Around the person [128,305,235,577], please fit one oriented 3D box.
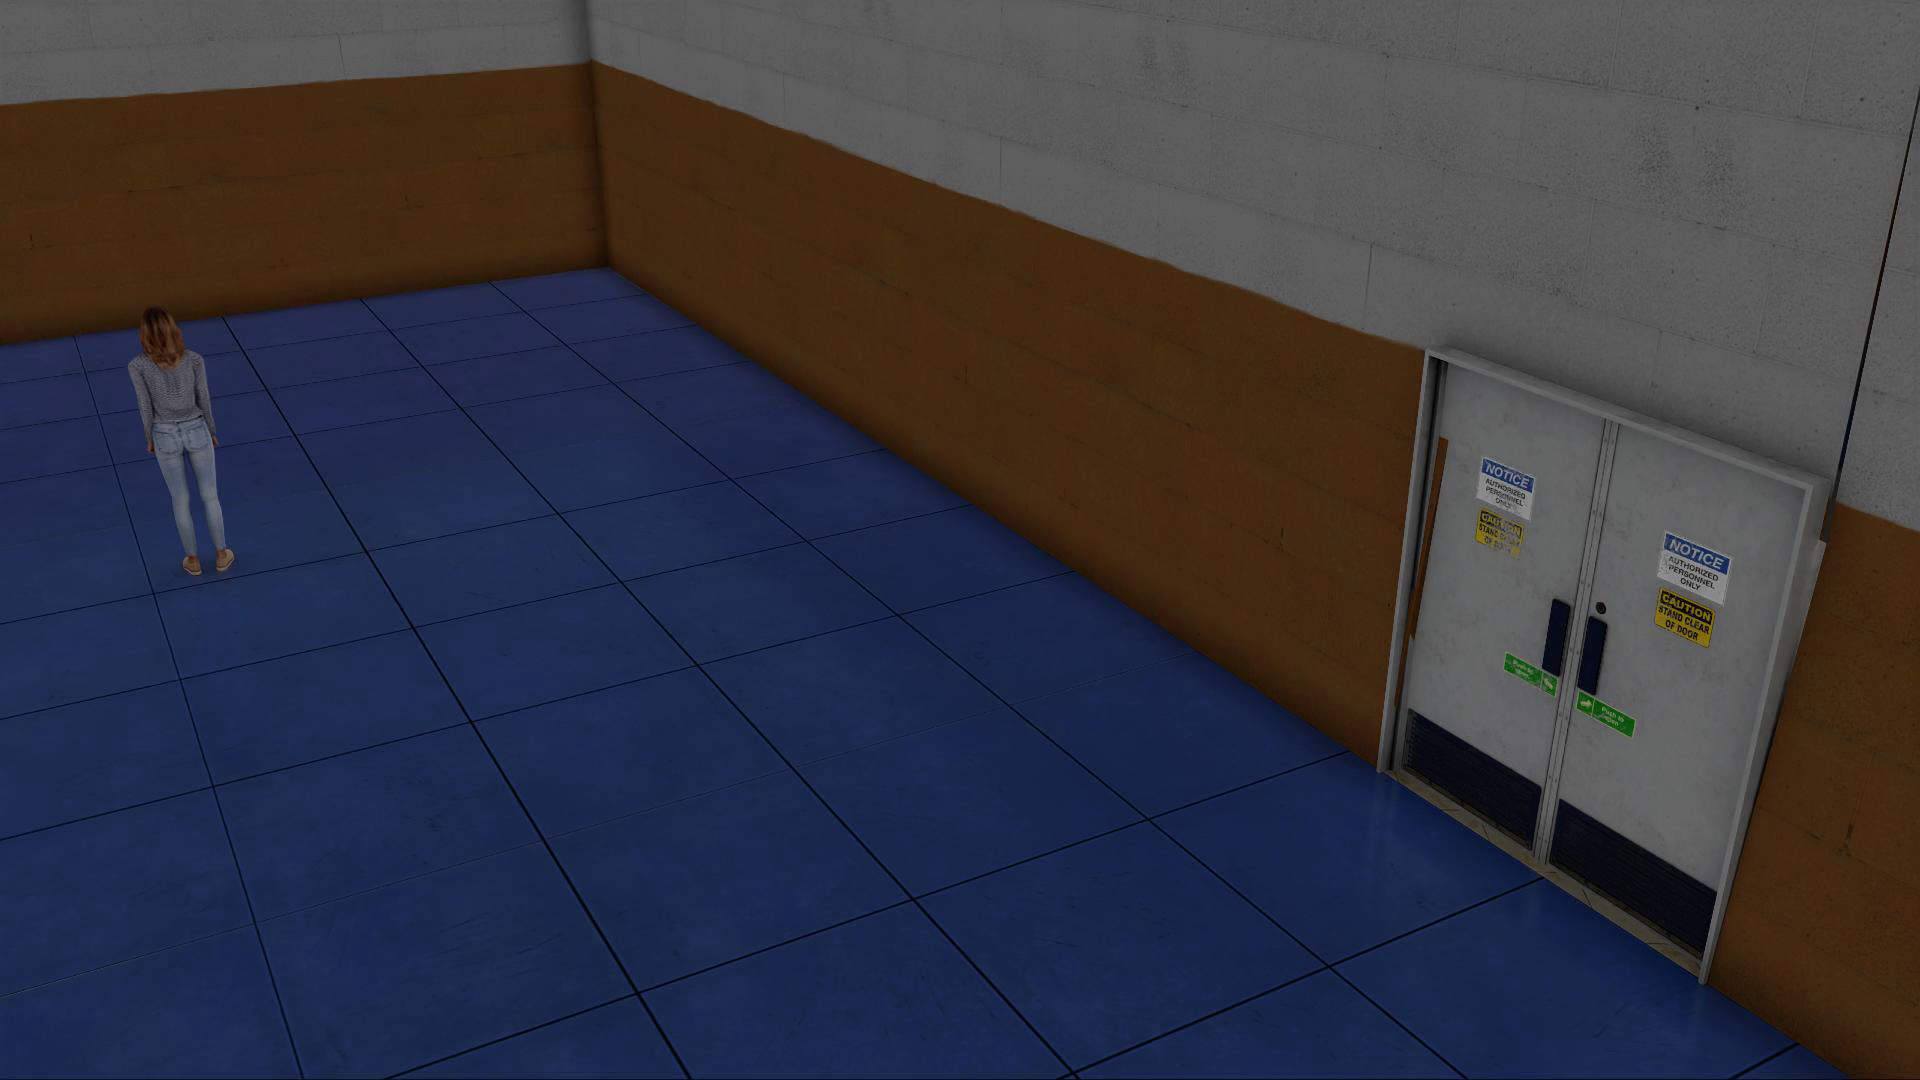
[{"bbox_3d":[-5.000,-0.637,10.695,0.460,1.796,0.656,-11,26,-24],"label":"person"}]
